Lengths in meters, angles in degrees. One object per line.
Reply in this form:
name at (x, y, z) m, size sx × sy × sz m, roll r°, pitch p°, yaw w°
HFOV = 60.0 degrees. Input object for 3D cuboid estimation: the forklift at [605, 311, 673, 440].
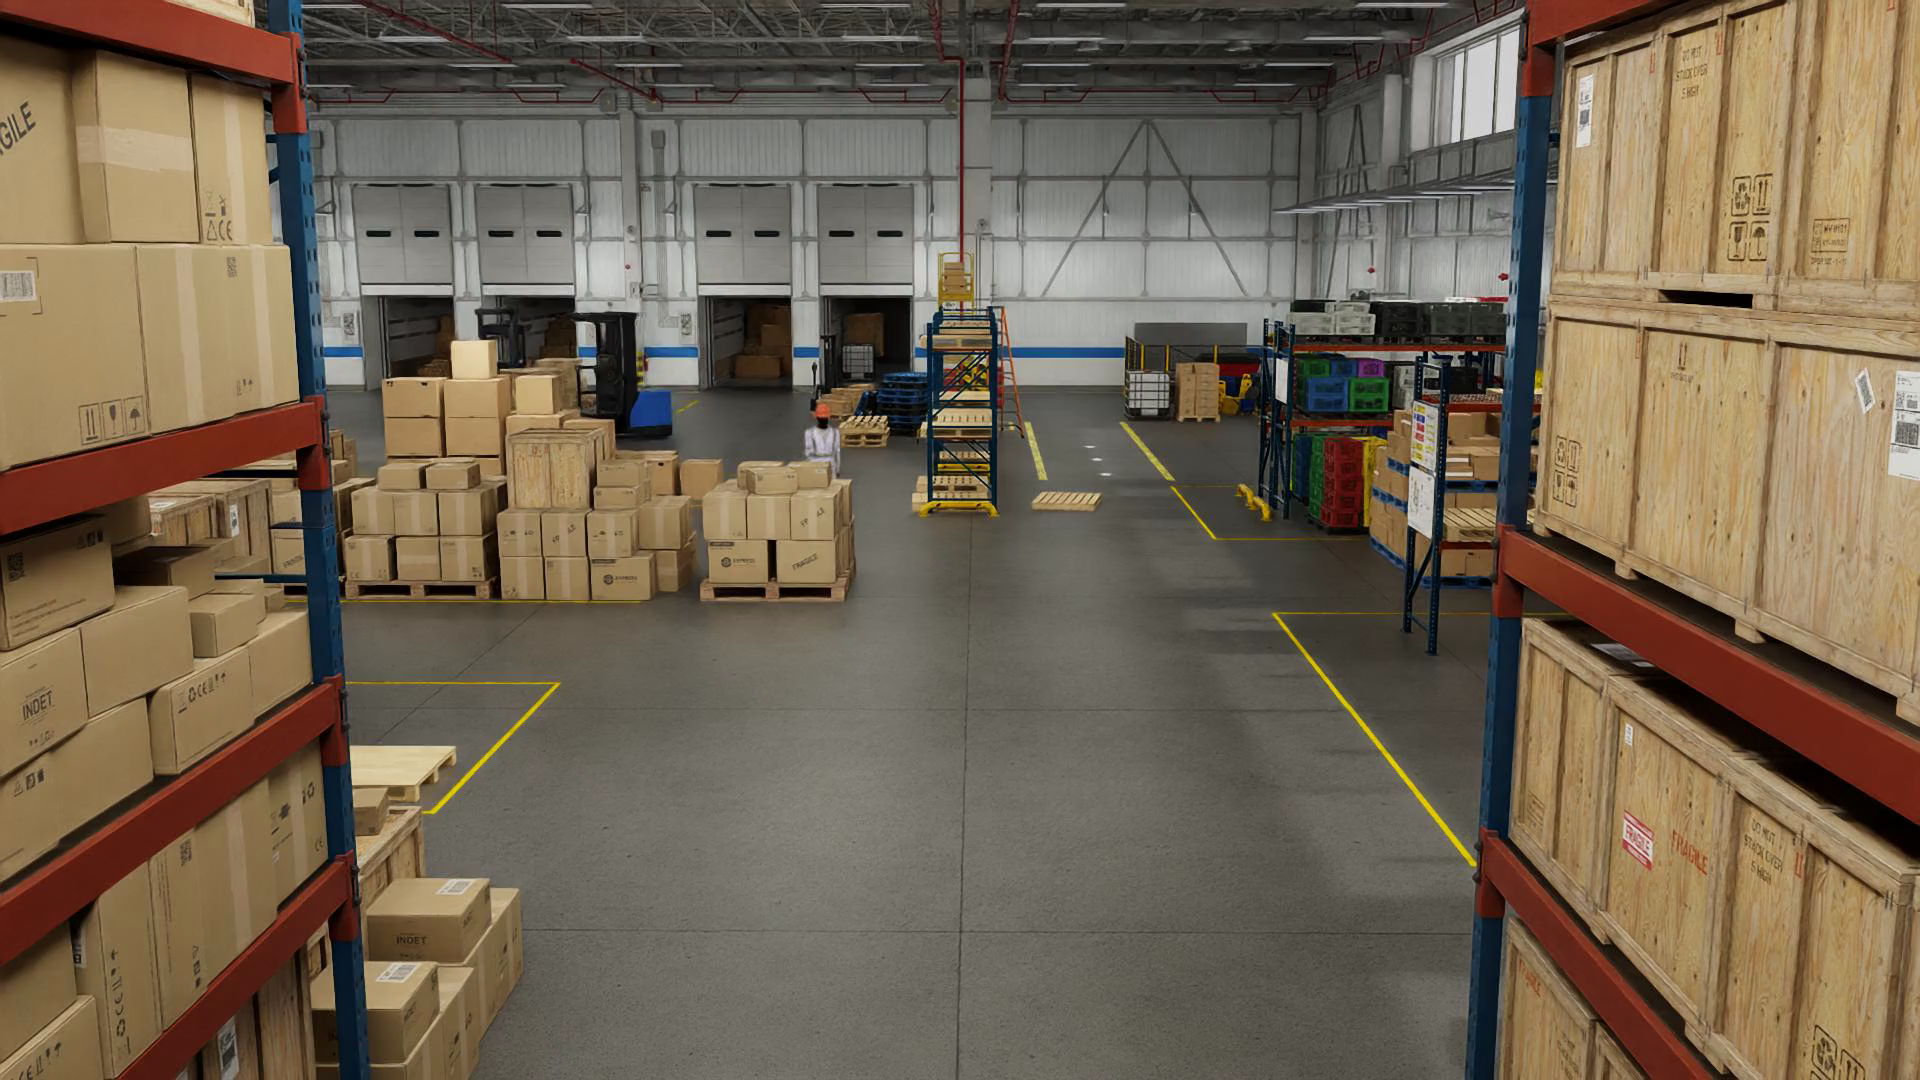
forklift at (-7.424, -3.634, 36.666) m, size 1.873 × 2.768 × 1.129 m, roll -7°, pitch 12°, yaw -36°

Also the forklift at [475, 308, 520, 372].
forklift at (-10.763, -4.011, 38.844) m, size 1.129 × 2.768 × 1.873 m, roll 0°, pitch 10°, yaw 1°

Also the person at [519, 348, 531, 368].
person at (-11.253, -4.109, 42.822) m, size 0.533 × 1.697 × 0.319 m, roll -8°, pitch 13°, yaw -40°

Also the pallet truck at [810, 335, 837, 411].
pallet truck at (-3.021, -4.312, 43.126) m, size 1.885 × 1.965 × 0.823 m, roll 3°, pitch 10°, yaw 17°

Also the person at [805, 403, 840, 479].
person at (-2.032, -1.066, 24.601) m, size 0.545 × 1.925 × 0.503 m, roll -3°, pitch 10°, yaw -19°
